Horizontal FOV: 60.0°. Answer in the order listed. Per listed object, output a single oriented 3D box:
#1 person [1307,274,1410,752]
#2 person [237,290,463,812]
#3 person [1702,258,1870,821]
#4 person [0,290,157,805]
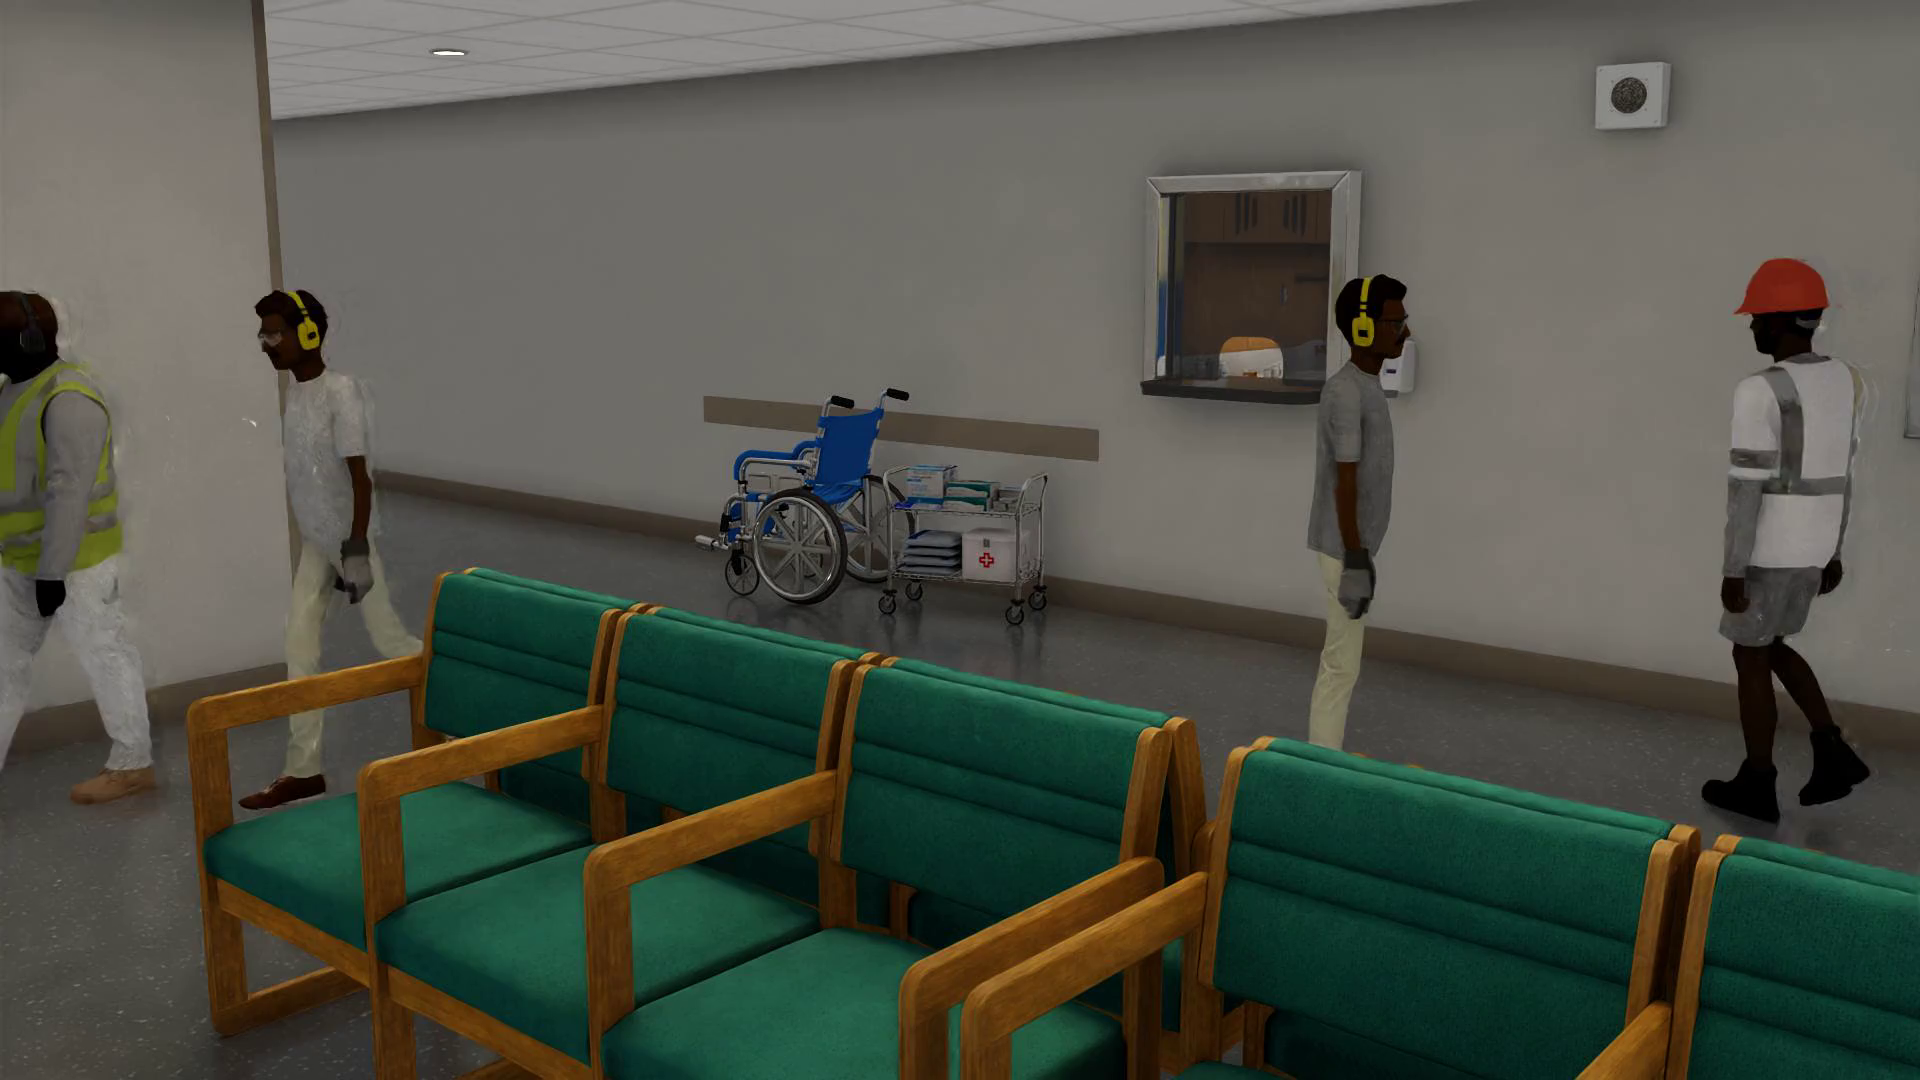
[{"bbox_3d":[1.337,0.054,5.590,0.330,1.874,0.518,3,10,15],"label":"person"},{"bbox_3d":[-2.184,0.002,6.044,0.576,1.820,0.959,8,13,39],"label":"person"},{"bbox_3d":[2.791,0.022,5.620,0.575,1.923,0.472,-5,11,-26],"label":"person"},{"bbox_3d":[-3.219,0.073,5.649,0.660,1.806,0.874,8,13,39],"label":"person"}]
